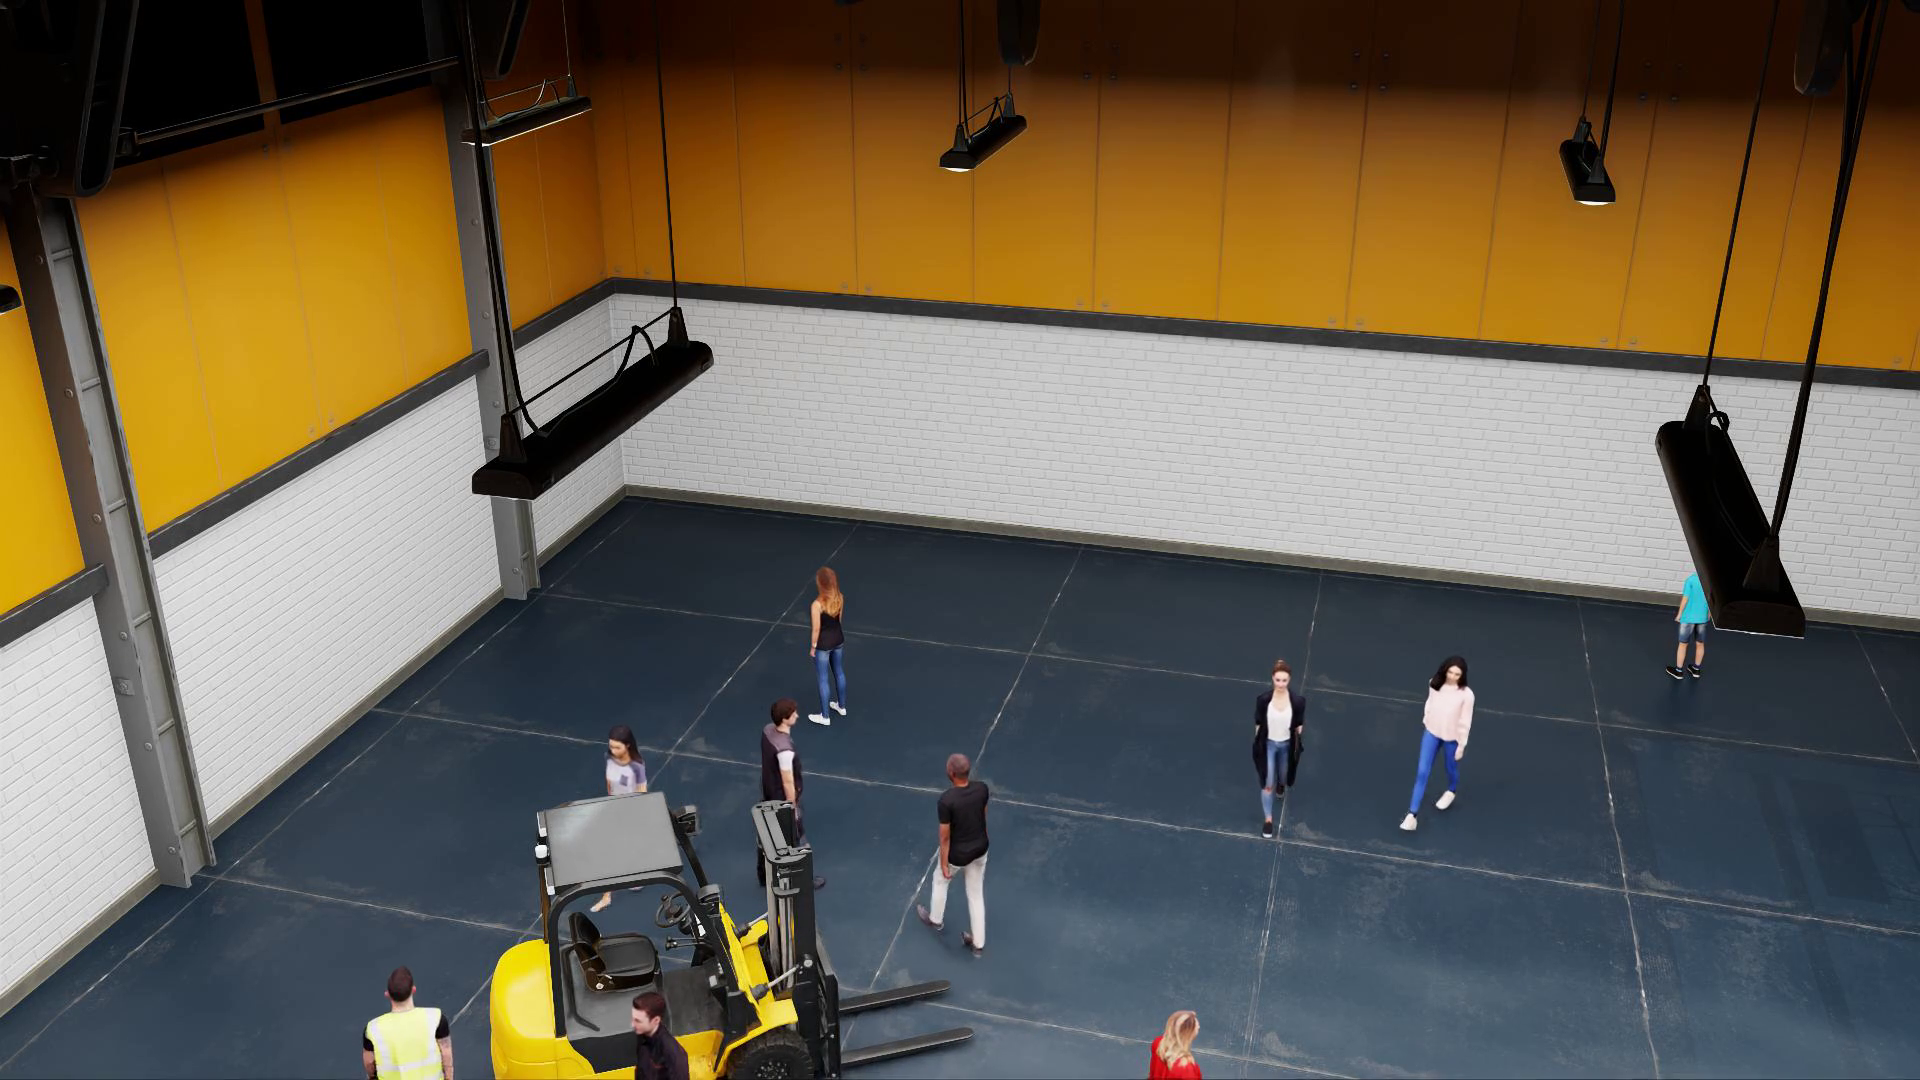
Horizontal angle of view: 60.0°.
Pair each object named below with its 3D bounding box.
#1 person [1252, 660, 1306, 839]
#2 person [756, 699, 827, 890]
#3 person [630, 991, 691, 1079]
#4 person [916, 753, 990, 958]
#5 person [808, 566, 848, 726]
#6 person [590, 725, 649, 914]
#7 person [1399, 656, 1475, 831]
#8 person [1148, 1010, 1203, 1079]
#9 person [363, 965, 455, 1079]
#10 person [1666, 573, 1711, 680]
[{"bbox_3d":[2.891,1.841,15.146,0.657,1.665,0.995,5,24,11],"label":"person"},{"bbox_3d":[-1.563,2.176,14.164,0.922,1.839,0.863,-14,27,-30],"label":"person"},{"bbox_3d":[-1.821,3.664,10.694,0.916,1.891,0.859,-14,27,-29],"label":"person"},{"bbox_3d":[0.078,2.561,13.357,1.027,1.780,1.093,-12,26,-26],"label":"person"},{"bbox_3d":[-1.337,1.052,16.882,0.724,1.722,0.598,18,29,35],"label":"person"},{"bbox_3d":[-2.758,2.274,14.114,0.716,1.699,0.989,11,26,25],"label":"person"},{"bbox_3d":[4.471,1.806,15.173,1.030,1.708,1.268,22,32,40],"label":"person"},{"bbox_3d":[1.372,3.742,10.750,0.737,1.703,0.674,-13,27,-27],"label":"person"},{"bbox_3d":[-3.547,3.652,10.837,1.140,1.799,1.232,-11,26,-24],"label":"person"},{"bbox_3d":[7.872,0.796,17.807,0.579,1.449,0.580,-2,24,-5],"label":"person"}]
